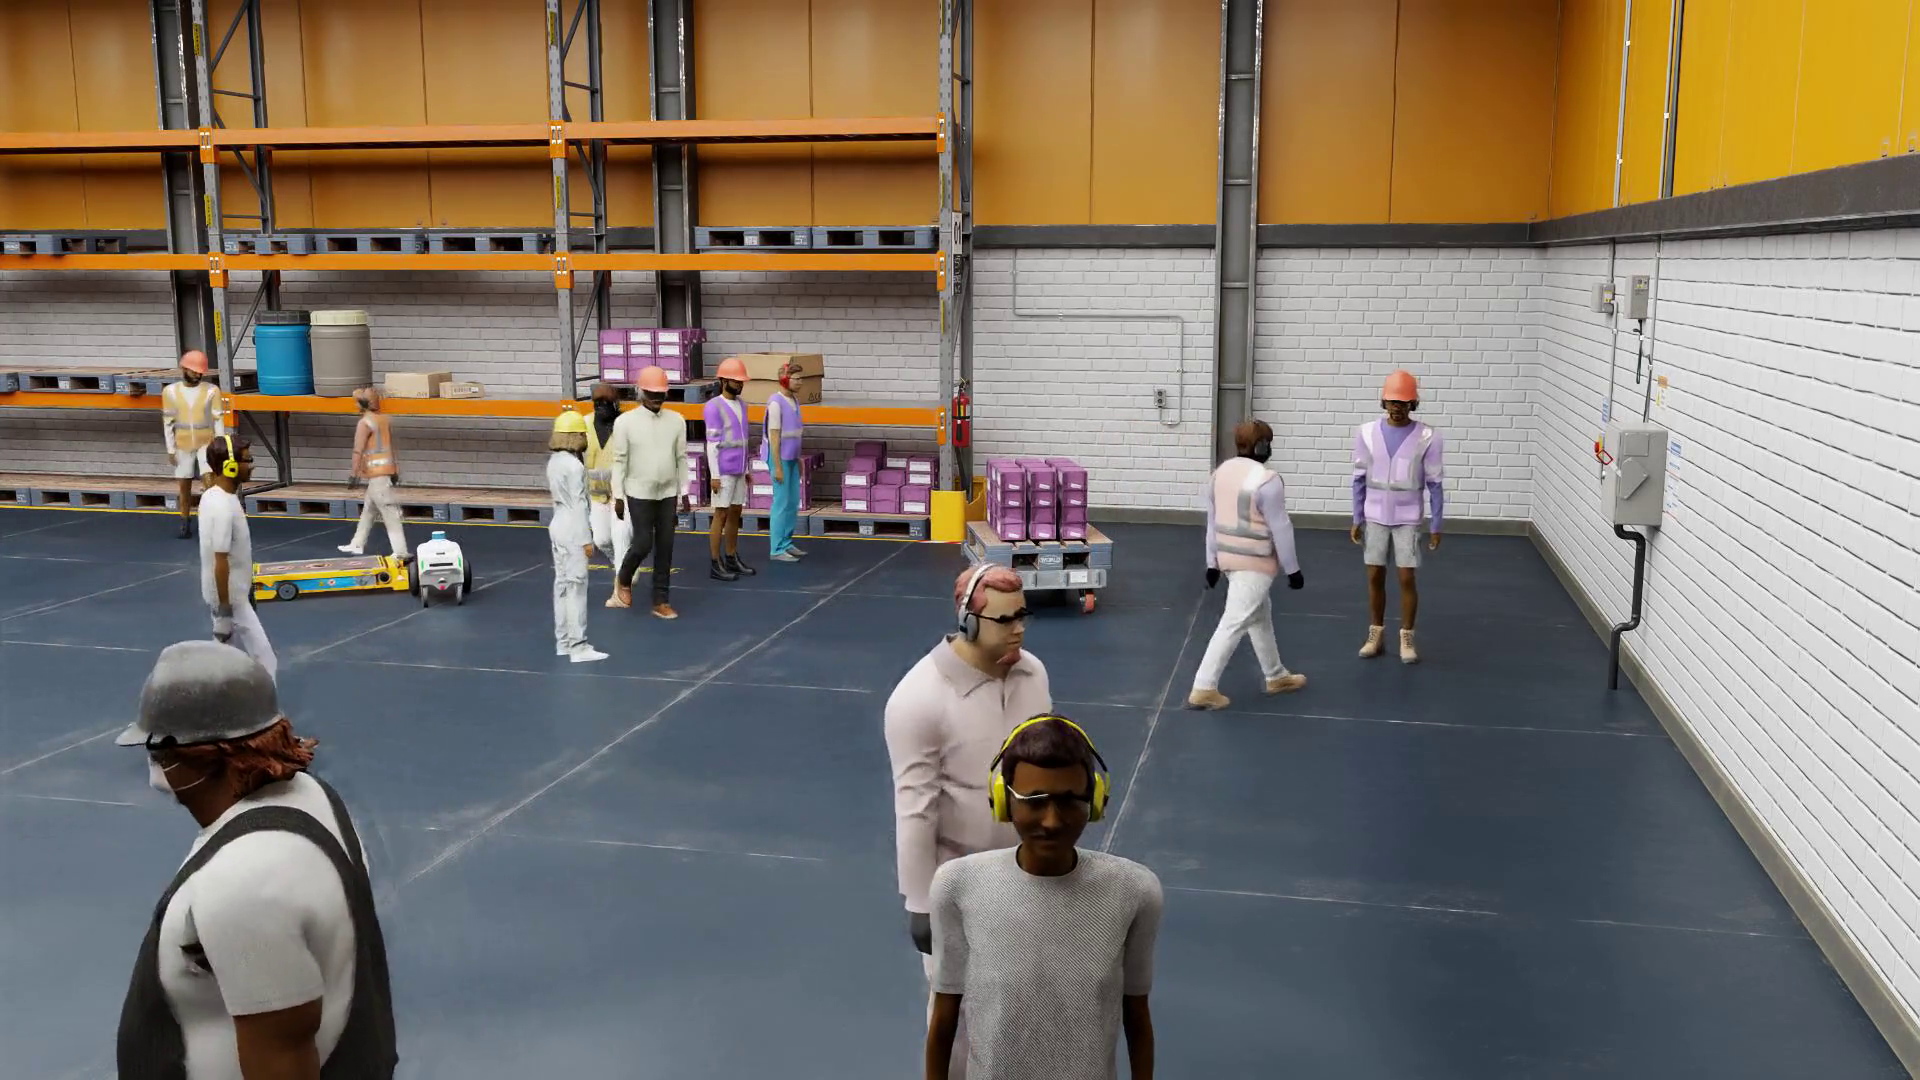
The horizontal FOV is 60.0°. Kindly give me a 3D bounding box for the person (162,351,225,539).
[{"bbox_3d":[-7.561,-0.922,16.447,0.558,1.892,0.655,-3,10,-16],"label":"person"}]

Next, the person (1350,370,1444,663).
[{"bbox_3d":[2.995,-0.154,11.462,0.615,2.028,0.416,6,11,30],"label":"person"}]

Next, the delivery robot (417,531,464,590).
[{"bbox_3d":[-4.250,0.173,13.587,0.477,0.478,0.707,-4,10,-19],"label":"delivery robot"}]

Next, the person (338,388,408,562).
[{"bbox_3d":[-5.460,-0.591,15.253,0.811,1.602,0.530,0,10,1],"label":"person"}]

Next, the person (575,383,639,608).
[{"bbox_3d":[-2.793,-0.394,13.535,0.660,1.809,0.730,2,10,10],"label":"person"}]

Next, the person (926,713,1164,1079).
[{"bbox_3d":[0.169,1.272,3.476,0.512,1.874,0.328,0,10,-3],"label":"person"}]

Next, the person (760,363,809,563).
[{"bbox_3d":[-1.629,-0.714,15.336,0.393,1.838,0.564,3,10,15],"label":"person"}]

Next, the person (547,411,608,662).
[{"bbox_3d":[-2.685,-0.027,11.574,0.311,1.739,0.486,-6,11,-32],"label":"person"}]

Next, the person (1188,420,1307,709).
[{"bbox_3d":[1.805,0.148,10.394,0.975,1.797,0.626,-4,10,-22],"label":"person"}]

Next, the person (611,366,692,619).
[{"bbox_3d":[-2.411,-0.371,12.918,0.618,1.973,0.554,-7,12,-36],"label":"person"}]

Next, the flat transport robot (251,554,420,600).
[{"bbox_3d":[-5.305,0.302,13.948,1.431,0.197,0.652,-4,10,-22],"label":"flat transport robot"}]

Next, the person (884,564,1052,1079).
[{"bbox_3d":[0.059,0.998,5.056,0.652,1.890,0.437,-8,13,-41],"label":"person"}]

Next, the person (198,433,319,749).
[{"bbox_3d":[-4.094,0.327,9.181,0.859,1.844,0.533,-6,11,-31],"label":"person"}]

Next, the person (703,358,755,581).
[{"bbox_3d":[-1.979,-0.617,14.475,0.377,1.932,0.552,5,11,26],"label":"person"}]
